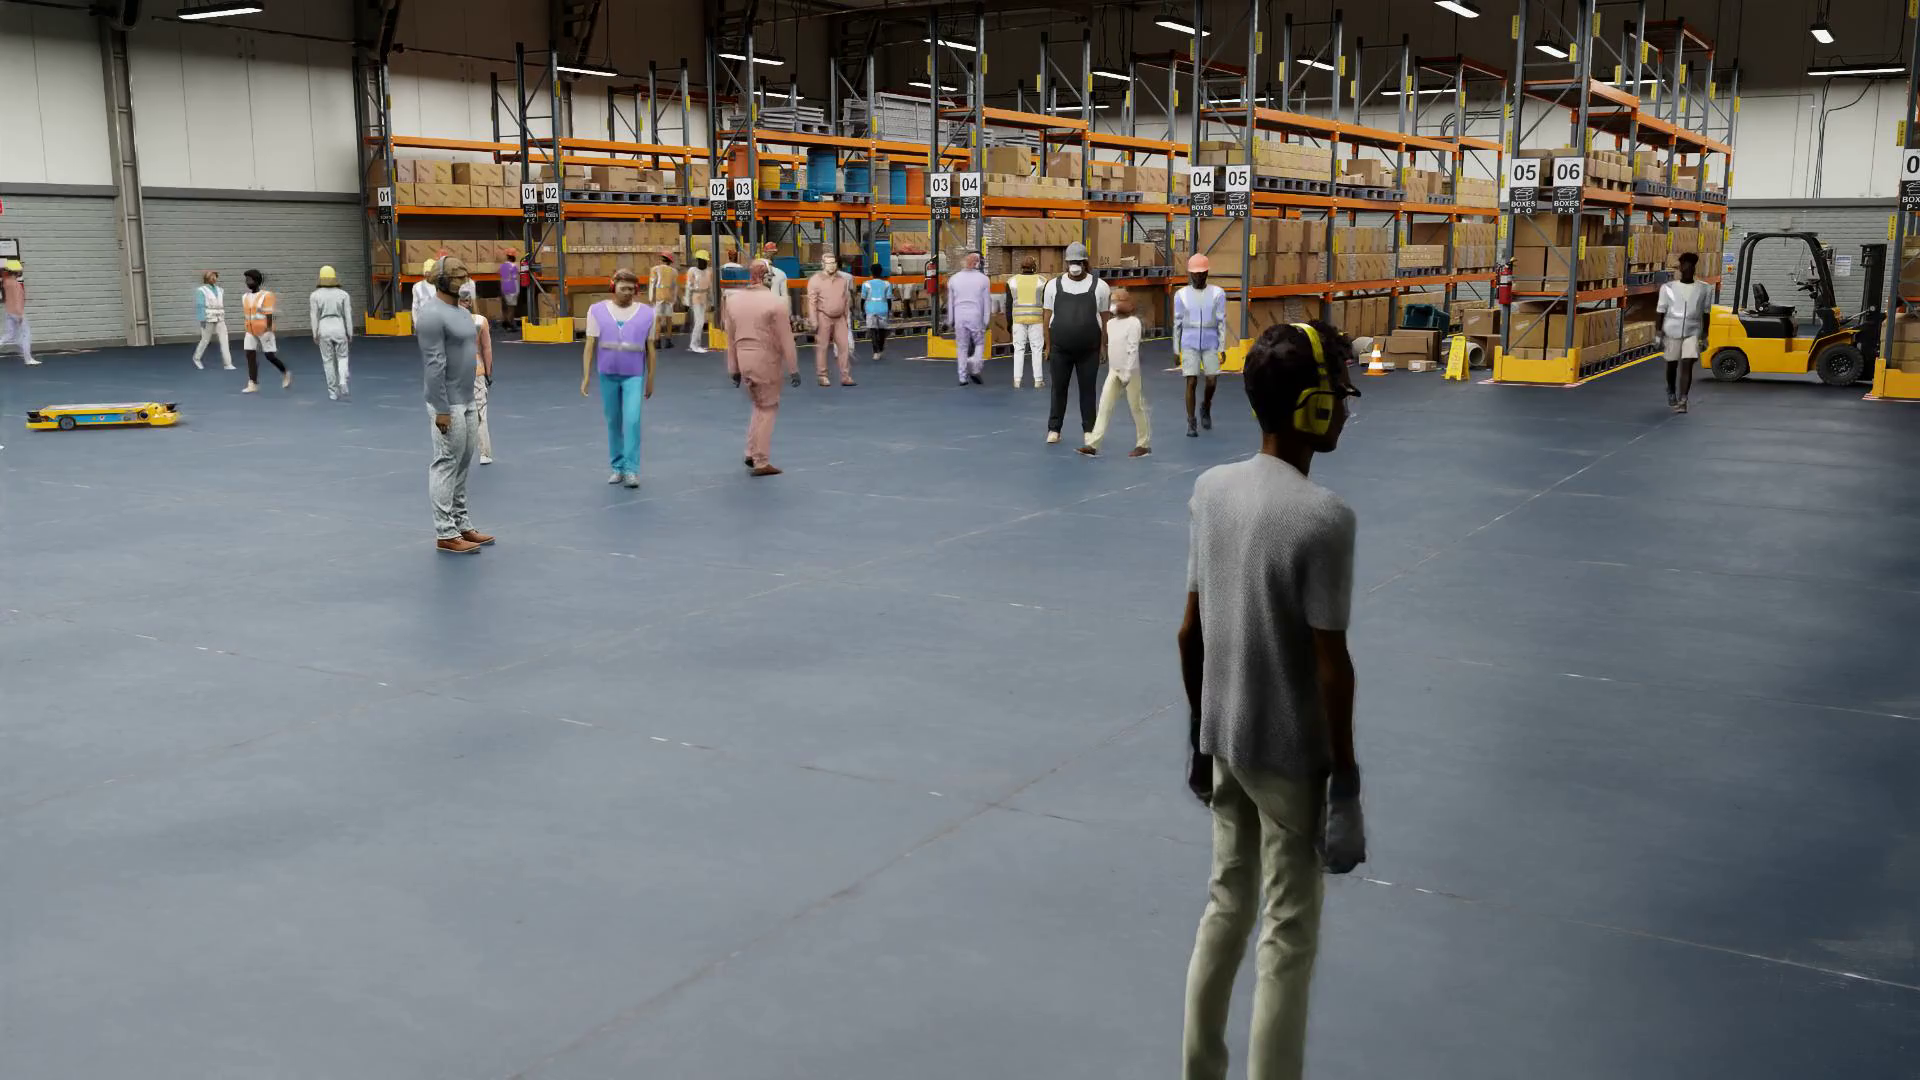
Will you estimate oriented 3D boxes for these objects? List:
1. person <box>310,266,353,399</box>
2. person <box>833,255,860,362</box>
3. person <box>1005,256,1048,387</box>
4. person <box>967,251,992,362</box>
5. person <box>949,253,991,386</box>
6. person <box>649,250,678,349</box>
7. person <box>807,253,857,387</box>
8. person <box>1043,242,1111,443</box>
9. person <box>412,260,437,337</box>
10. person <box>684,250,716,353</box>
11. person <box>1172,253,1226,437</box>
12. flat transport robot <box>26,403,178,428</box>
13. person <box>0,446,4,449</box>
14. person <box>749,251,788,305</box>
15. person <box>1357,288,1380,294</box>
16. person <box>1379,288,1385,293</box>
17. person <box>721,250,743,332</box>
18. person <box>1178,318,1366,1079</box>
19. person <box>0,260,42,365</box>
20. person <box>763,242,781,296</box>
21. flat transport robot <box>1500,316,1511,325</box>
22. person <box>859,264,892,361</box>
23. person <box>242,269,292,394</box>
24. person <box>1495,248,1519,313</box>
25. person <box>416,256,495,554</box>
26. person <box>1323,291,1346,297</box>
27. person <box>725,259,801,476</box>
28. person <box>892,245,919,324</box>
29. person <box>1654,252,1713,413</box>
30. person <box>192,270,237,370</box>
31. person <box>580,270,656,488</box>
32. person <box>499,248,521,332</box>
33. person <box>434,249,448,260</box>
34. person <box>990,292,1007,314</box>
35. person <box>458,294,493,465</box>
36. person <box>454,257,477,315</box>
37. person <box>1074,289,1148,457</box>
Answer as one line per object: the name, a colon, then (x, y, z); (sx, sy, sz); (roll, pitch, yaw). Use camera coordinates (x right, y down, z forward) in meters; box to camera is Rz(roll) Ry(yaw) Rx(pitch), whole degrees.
person: (-8.157, -2.689, 21.592); (0.504, 1.728, 0.402); (-5, 11, -24)
person: (-2.018, -3.959, 28.508); (0.557, 1.835, 0.859); (-2, 10, -10)
person: (0.960, -3.061, 23.390); (0.634, 1.842, 0.429); (1, 10, 7)
person: (0.313, -3.989, 28.462); (0.574, 1.892, 0.651); (-2, 10, -10)
person: (0.140, -3.140, 23.732); (0.664, 1.885, 0.489); (3, 10, 14)
person: (-5.778, -4.631, 32.072); (0.735, 1.884, 0.452); (-6, 12, -30)
person: (-1.775, -3.071, 23.351); (0.669, 1.869, 0.873); (-6, 12, -32)
person: (1.172, -1.986, 16.812); (0.680, 2.000, 0.536); (1, 10, 8)
person: (-7.525, -3.110, 23.823); (0.617, 1.781, 0.914); (-2, 10, -13)
person: (-4.799, -4.393, 30.679); (0.490, 1.903, 0.604); (5, 11, 27)
person: (2.508, -2.039, 17.442); (0.571, 1.919, 0.473); (1, 10, 5)
flat transport robot: (-9.474, -1.384, 18.398); (1.431, 0.197, 0.652); (-4, 11, -19)
person: (-9.543, -1.664, 16.134); (0.314, 1.639, 0.517); (-1, 10, -6)
person: (-3.222, -3.863, 27.758); (0.636, 1.879, 1.017); (-5, 11, -26)
person: (9.848, -6.039, 40.085); (0.637, 1.831, 0.447); (7, 12, 34)
person: (10.322, -6.237, 41.255); (0.526, 1.829, 0.997); (5, 11, 28)
person: (-4.897, -5.323, 35.941); (0.585, 1.882, 0.340); (6, 12, 30)
person: (0.669, 0.470, 3.539); (0.309, 1.868, 0.532); (-5, 11, -27)
person: (-15.765, -3.771, 27.626); (0.521, 1.748, 0.695); (7, 12, 35)
person: (-3.917, -5.133, 34.430); (0.608, 2.045, 0.392); (-10, 14, -43)
flat transport robot: (13.453, -5.378, 40.770); (0.652, 0.197, 1.431); (3, 11, 15)
person: (-1.464, -3.942, 28.809); (0.549, 1.652, 0.837); (-2, 10, -13)
person: (-9.468, -2.833, 22.563); (0.534, 1.677, 0.706); (3, 11, 17)
person: (13.896, -6.432, 42.111); (0.935, 1.911, 0.629); (3, 11, 15)
person: (-3.320, -0.885, 10.931); (0.372, 1.940, 0.631); (1, 10, 3)
person: (8.984, -5.918, 39.506); (0.623, 1.808, 0.897); (9, 14, 42)
person: (-1.707, -1.507, 14.576); (0.654, 1.890, 0.534); (8, 13, 39)
person: (-1.311, -6.071, 39.865); (0.610, 1.991, 1.070); (5, 11, 26)
person: (8.748, -2.523, 20.144); (0.609, 1.925, 0.994); (4, 11, 22)
person: (-12.026, -3.528, 26.668); (0.804, 1.605, 0.526); (5, 11, 25)
person: (-2.816, -1.322, 13.772); (0.602, 1.792, 0.887); (-1, 10, -6)
person: (-10.192, -5.674, 37.797); (0.567, 1.919, 0.423); (7, 12, 34)
person: (-10.933, -5.201, 35.259); (0.568, 1.883, 0.993); (6, 12, 31)
person: (0.780, -4.879, 33.506); (0.591, 1.865, 0.597); (5, 11, 25)
person: (-4.508, -1.484, 15.126); (0.511, 1.640, 0.309); (-3, 11, -18)
person: (-7.437, -3.312, 24.875); (0.536, 1.820, 0.735); (2, 10, 10)
person: (1.467, -1.543, 15.590); (0.836, 1.591, 0.513); (-7, 12, -35)
